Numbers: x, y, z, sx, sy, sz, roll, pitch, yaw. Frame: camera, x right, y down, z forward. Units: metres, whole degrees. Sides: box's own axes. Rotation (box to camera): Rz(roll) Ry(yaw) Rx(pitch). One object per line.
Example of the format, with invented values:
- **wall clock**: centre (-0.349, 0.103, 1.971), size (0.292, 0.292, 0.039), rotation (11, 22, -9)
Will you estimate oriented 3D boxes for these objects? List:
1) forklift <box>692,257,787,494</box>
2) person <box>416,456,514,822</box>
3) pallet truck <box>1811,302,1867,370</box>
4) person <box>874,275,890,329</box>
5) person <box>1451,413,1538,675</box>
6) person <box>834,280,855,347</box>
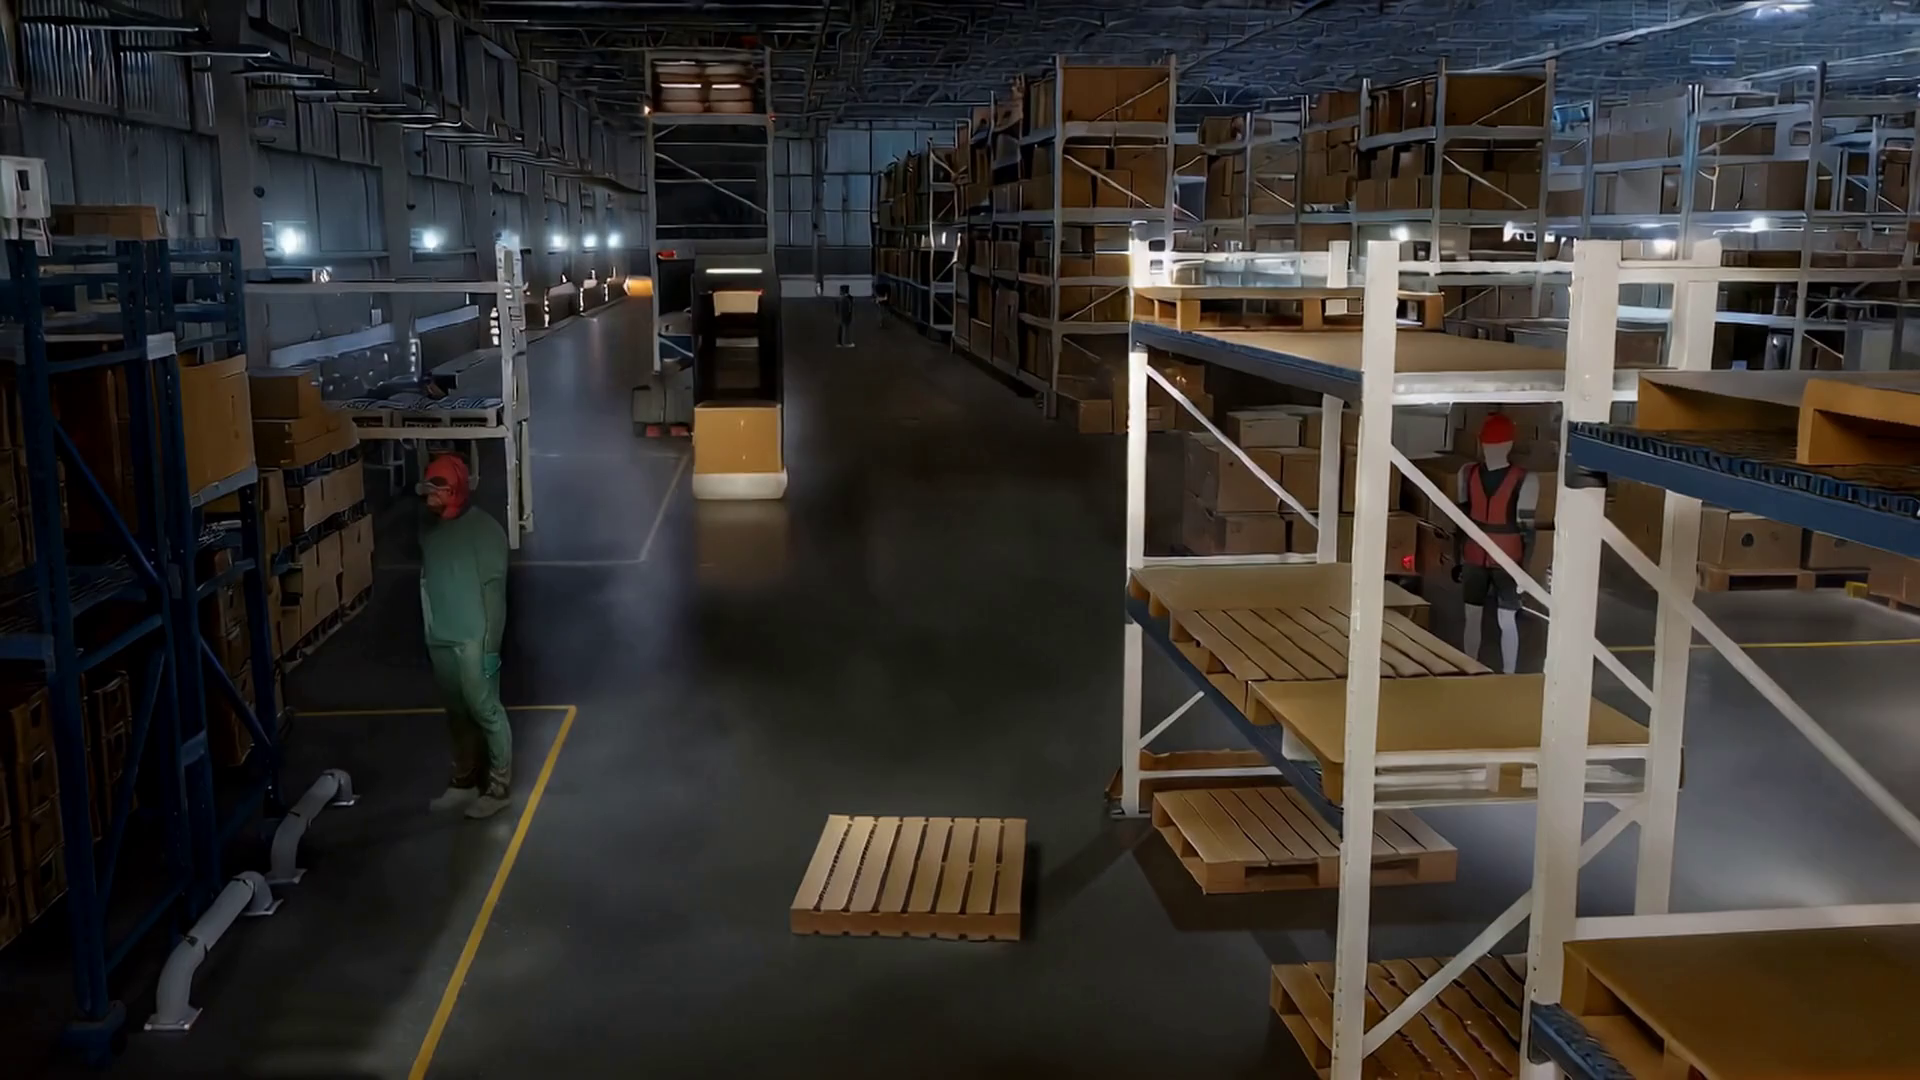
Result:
- **forklift**: centre (-2.704, -2.042, 20.250), size (1.129, 2.768, 1.873), rotation (-1, 10, -6)
- **person**: centre (-2.602, 0.514, 8.730), size (0.631, 1.931, 0.372), rotation (7, 12, 34)
- **pallet truck**: centre (15.846, -3.142, 28.793), size (1.885, 1.965, 0.823), rotation (2, 10, 12)
- **person**: centre (-2.688, -8.187, 57.220), size (0.589, 1.821, 0.647), rotation (-1, 10, -7)
- **person**: centre (3.471, 0.125, 10.891), size (0.541, 1.929, 0.396), rotation (8, 13, 38)
- **person**: centre (-3.285, -6.449, 47.377), size (0.644, 1.904, 0.399), rotation (8, 13, 39)
